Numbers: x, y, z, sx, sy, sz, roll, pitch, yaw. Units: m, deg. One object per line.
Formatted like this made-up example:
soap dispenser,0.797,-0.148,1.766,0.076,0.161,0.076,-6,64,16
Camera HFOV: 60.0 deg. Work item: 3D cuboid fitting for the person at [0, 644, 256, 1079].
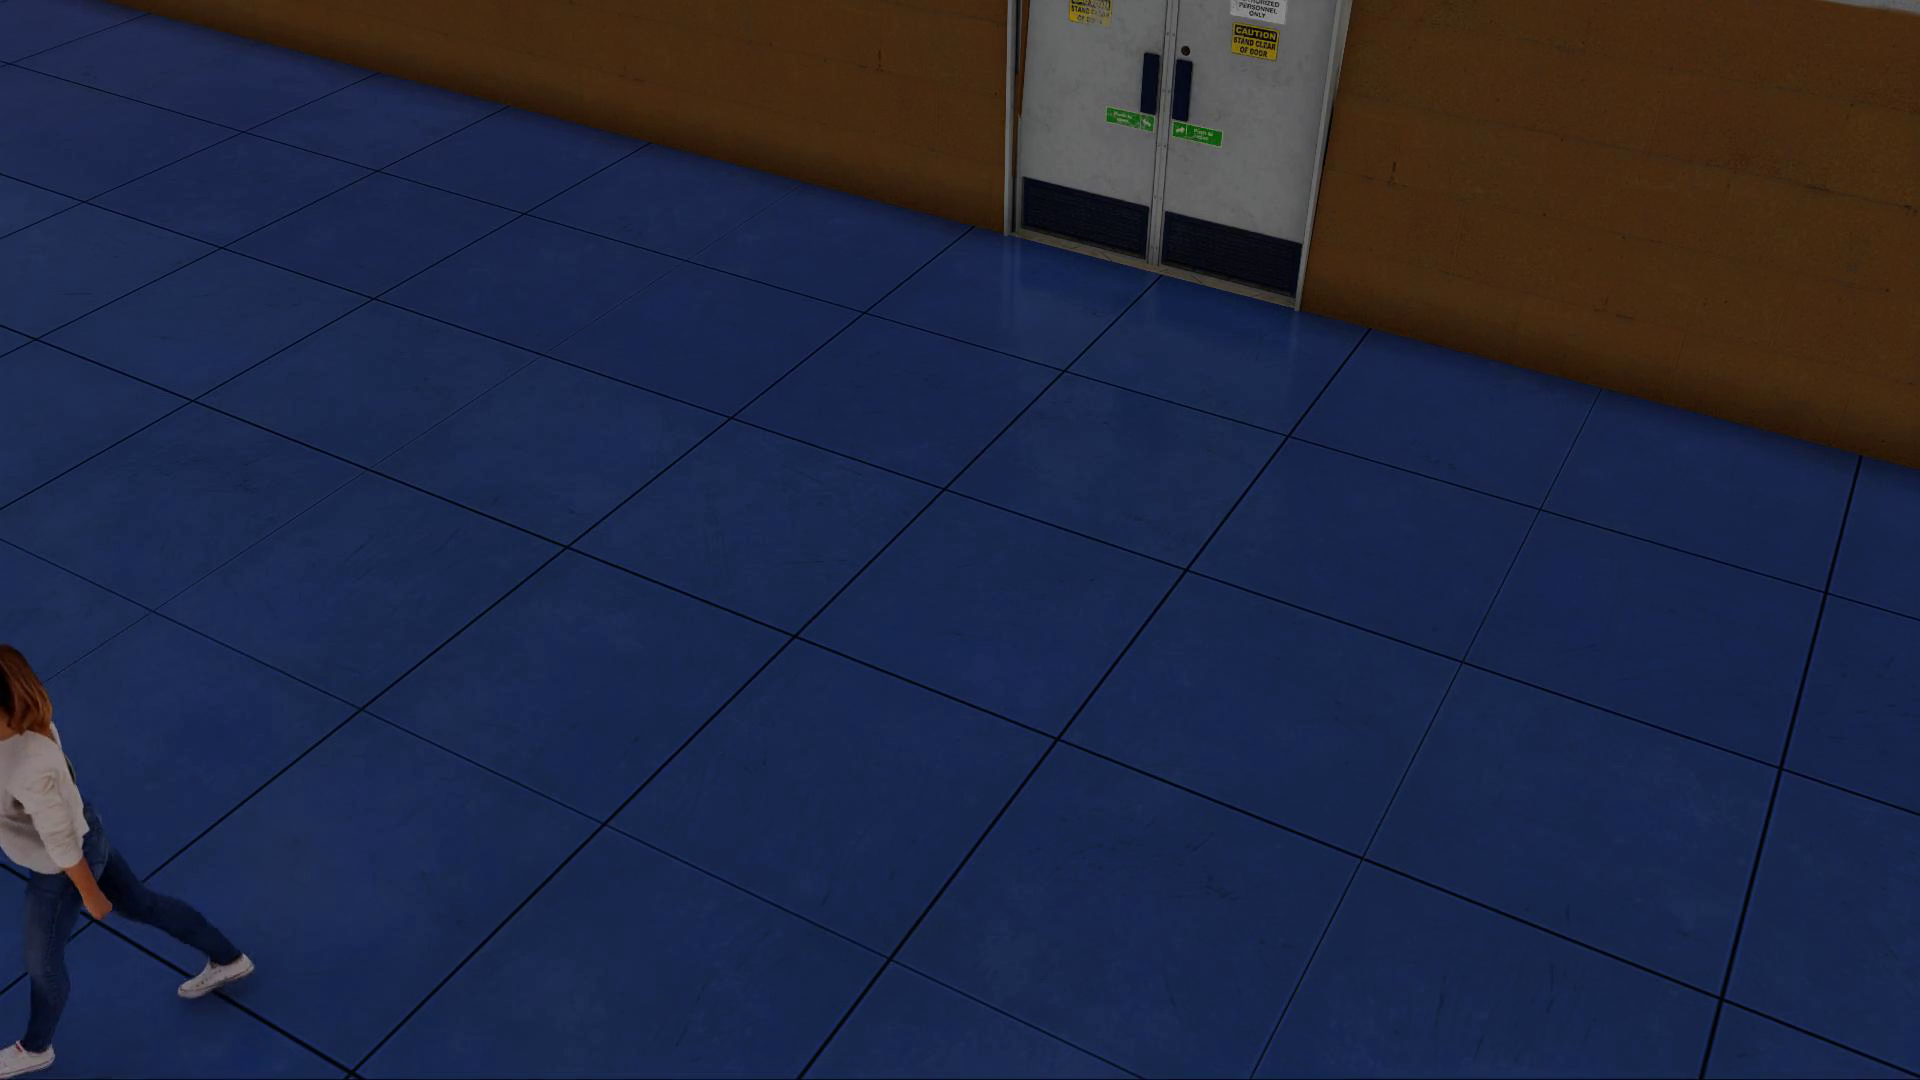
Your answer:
person,-2.778,1.005,5.361,1.224,1.672,1.026,-18,40,-22
